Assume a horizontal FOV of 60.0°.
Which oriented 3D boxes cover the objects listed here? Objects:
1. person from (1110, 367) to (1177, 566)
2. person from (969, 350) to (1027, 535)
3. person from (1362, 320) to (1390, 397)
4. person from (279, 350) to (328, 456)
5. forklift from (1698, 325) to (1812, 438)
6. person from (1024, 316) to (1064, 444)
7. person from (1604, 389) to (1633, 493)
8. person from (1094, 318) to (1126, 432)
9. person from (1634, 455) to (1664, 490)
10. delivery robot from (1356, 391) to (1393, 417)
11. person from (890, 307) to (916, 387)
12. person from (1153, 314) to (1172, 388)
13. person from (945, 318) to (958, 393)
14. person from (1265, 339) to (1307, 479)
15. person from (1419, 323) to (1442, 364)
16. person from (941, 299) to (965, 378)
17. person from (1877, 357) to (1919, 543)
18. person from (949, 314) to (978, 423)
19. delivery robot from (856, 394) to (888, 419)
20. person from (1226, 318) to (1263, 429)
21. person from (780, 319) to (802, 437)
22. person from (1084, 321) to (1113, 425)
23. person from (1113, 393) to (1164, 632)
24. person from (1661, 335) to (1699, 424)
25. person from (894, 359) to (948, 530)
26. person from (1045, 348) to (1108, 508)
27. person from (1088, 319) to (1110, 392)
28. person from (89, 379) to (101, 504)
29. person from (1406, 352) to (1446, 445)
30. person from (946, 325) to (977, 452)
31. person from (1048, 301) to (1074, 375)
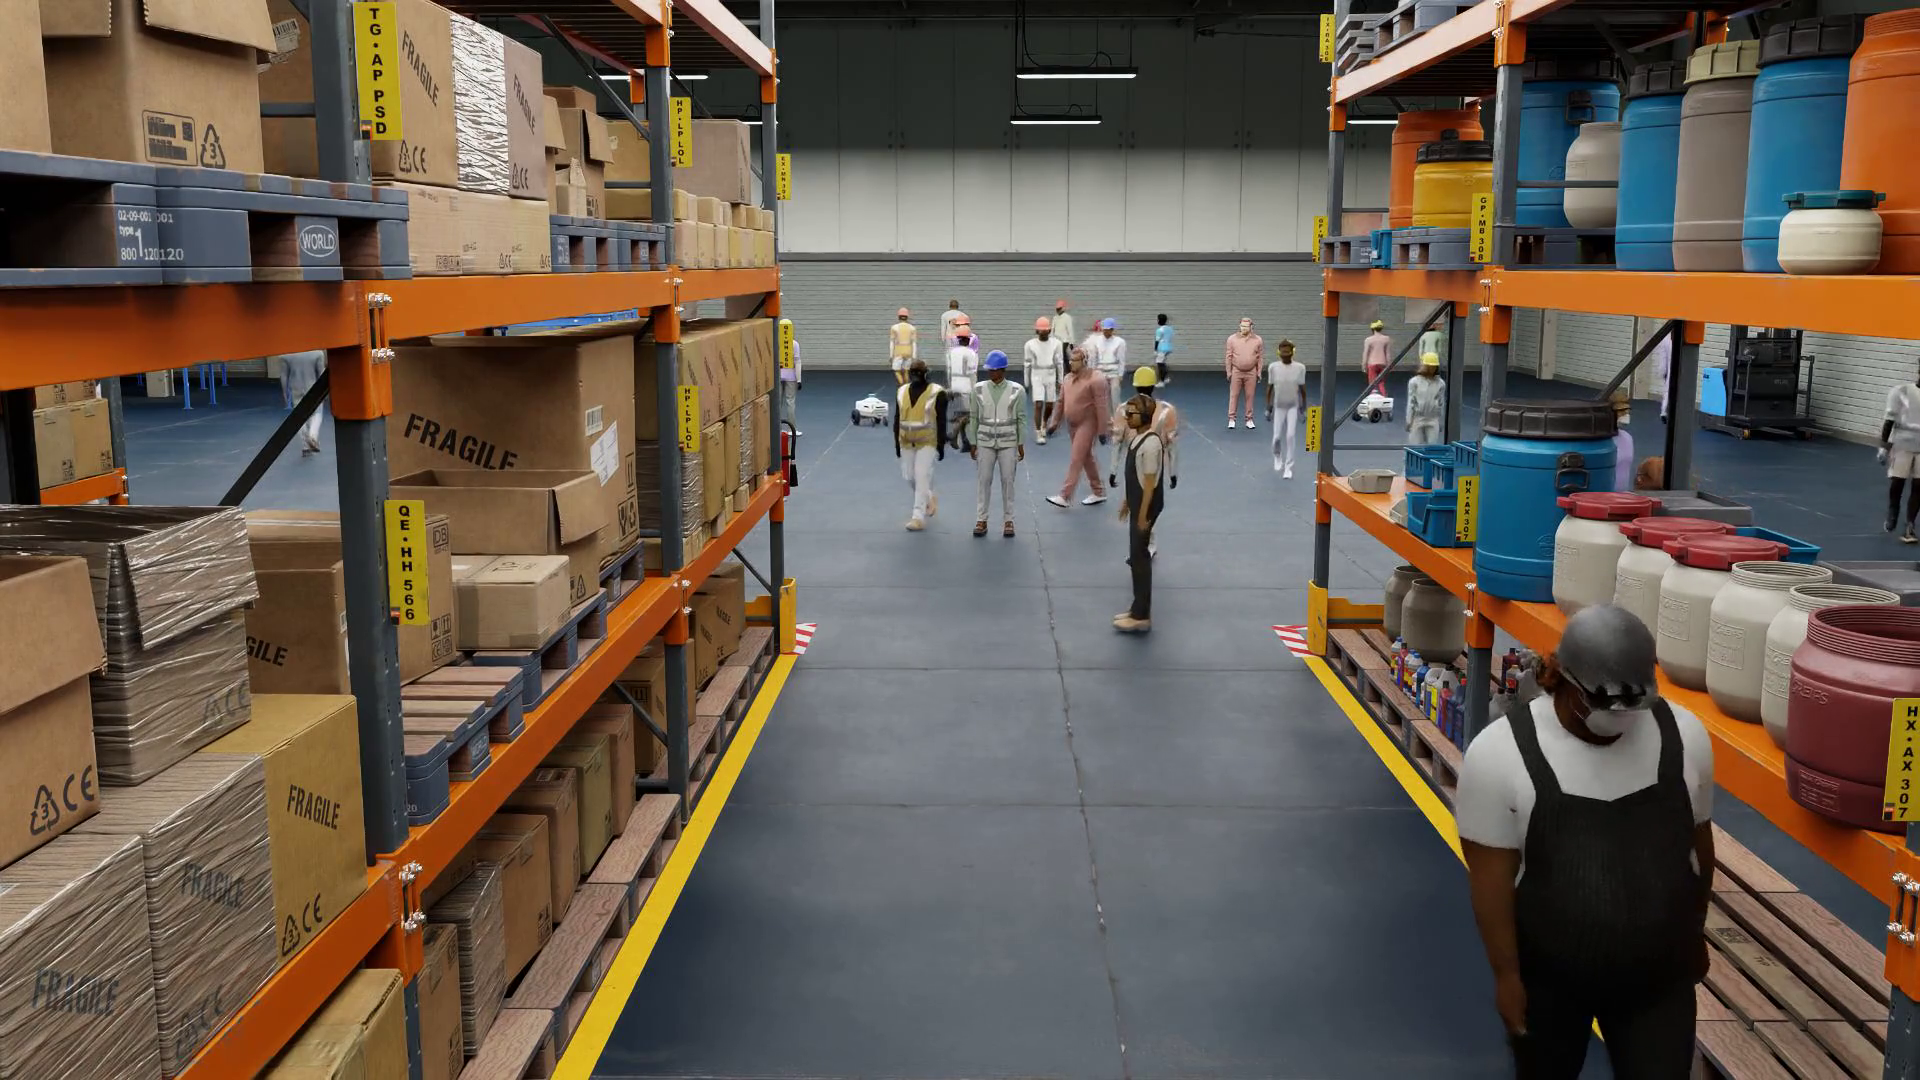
[{"bbox_3d":[1.719,-0.693,15.684,0.607,1.873,1.015,4,10,24],"label":"person"},{"bbox_3d":[0.394,-1.017,17.434,0.606,1.940,0.409,2,10,9],"label":"person"},{"bbox_3d":[8.052,-3.394,32.215,0.555,1.751,0.366,-2,10,-9],"label":"person"},{"bbox_3d":[-9.694,-2.209,24.608,0.655,1.927,0.435,-2,10,-10],"label":"person"},{"bbox_3d":[13.248,-3.165,27.620,1.129,2.768,1.873,0,9,1],"label":"forklift"},{"bbox_3d":[1.324,-2.544,26.375,0.642,2.016,0.691,-1,10,-7],"label":"person"},{"bbox_3d":[4.710,-0.143,12.210,0.635,1.937,0.352,-8,12,-39],"label":"person"},{"bbox_3d":[2.479,-2.759,27.935,0.620,1.921,0.763,5,11,29],"label":"person"},{"bbox_3d":[4.534,0.261,10.760,0.504,1.608,0.679,-2,10,-11],"label":"person"},{"bbox_3d":[7.495,-2.456,30.046,0.707,0.478,0.477,-7,12,-35],"label":"delivery robot"},{"bbox_3d":[-1.168,-3.888,34.699,0.557,1.917,0.609,-3,10,-18],"label":"person"},{"bbox_3d":[4.612,-4.322,37.949,0.355,1.687,0.554,7,12,38],"label":"person"},{"bbox_3d":[-0.113,-4.026,36.363,0.514,1.640,0.310,8,13,41],"label":"person"},{"bbox_3d":[4.355,-1.759,22.172,0.555,1.849,0.476,2,10,14],"label":"person"},{"bbox_3d":[10.321,-4.033,36.488,0.502,1.608,0.704,1,10,8],"label":"person"},{"bbox_3d":[-0.155,-4.966,41.096,0.629,1.939,0.371,0,9,3],"label":"person"},{"bbox_3d":[9.765,-0.955,17.036,0.656,1.950,0.509,3,10,17],"label":"person"},{"bbox_3d":[0.057,-3.060,29.684,0.542,1.938,0.358,4,10,23],"label":"person"},{"bbox_3d":[-1.553,-2.333,29.295,0.477,0.478,0.707,-5,10,-29],"label":"delivery robot"},{"bbox_3d":[4.899,-2.874,28.677,0.637,1.904,0.403,0,9,0],"label":"person"},{"bbox_3d":[-2.873,-2.670,27.375,0.594,1.926,0.366,3,10,20],"label":"person"},{"bbox_3d":[2.427,-2.887,28.957,1.014,1.850,0.644,-7,12,-35],"label":"person"},{"bbox_3d":[1.390,-0.224,12.991,0.387,1.843,0.509,0,9,-2],"label":"person"},{"bbox_3d":[12.794,-3.007,29.574,0.650,1.868,0.944,9,13,43],"label":"person"},{"bbox_3d":[-0.417,-1.054,18.035,0.628,1.821,0.759,5,11,27],"label":"person"},{"bbox_3d":[1.353,-1.306,19.432,1.002,1.851,0.654,-6,11,-33],"label":"person"},{"bbox_3d":[2.529,-3.162,30.649,0.525,1.817,0.647,5,11,29],"label":"person"},{"bbox_3d":[-9.974,-1.272,19.160,0.599,1.878,0.953,-7,12,-34],"label":"person"},{"bbox_3d":[5.868,-1.511,21.009,0.504,1.726,0.503,0,9,-3],"label":"person"},{"bbox_3d":[-0.004,-2.276,25.055,0.574,1.917,0.610,9,13,43],"label":"person"},{"bbox_3d":[2.379,-4.732,39.684,1.012,1.939,0.624,-6,11,-32],"label":"person"}]
